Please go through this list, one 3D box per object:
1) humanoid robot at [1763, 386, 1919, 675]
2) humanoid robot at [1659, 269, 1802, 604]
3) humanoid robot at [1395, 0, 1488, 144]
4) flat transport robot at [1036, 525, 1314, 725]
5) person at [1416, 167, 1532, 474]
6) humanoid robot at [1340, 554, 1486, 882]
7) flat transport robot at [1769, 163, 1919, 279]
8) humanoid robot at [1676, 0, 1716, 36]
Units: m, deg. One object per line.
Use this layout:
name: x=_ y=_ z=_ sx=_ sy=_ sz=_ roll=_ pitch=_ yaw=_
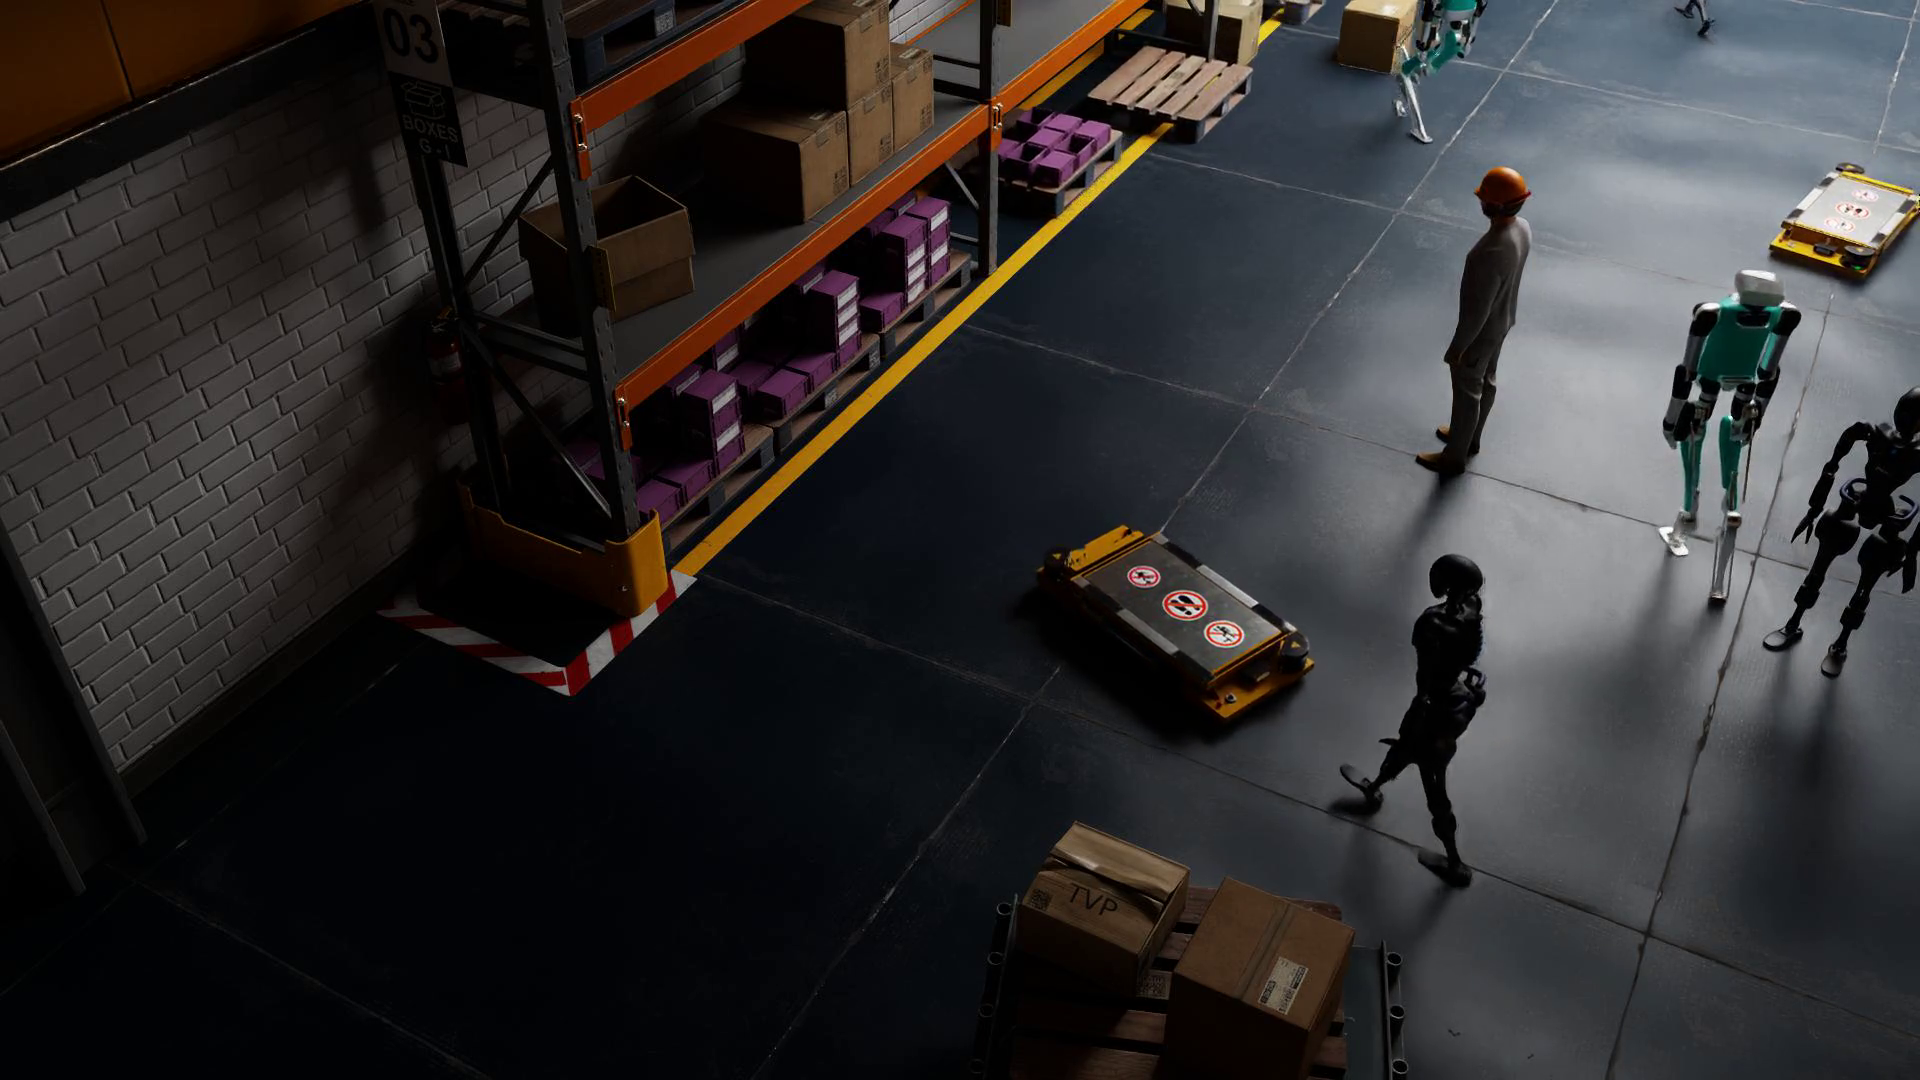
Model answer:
humanoid robot: x=4.435 y=-0.046 z=8.139 sx=0.315 sy=1.657 sz=0.599 roll=-31 pitch=48 yaw=-33
humanoid robot: x=4.001 y=-0.437 z=8.664 sx=0.530 sy=1.858 sz=0.801 roll=0 pitch=39 yaw=0
humanoid robot: x=3.705 y=-3.982 z=13.102 sx=0.547 sy=1.875 sz=0.822 roll=-12 pitch=40 yaw=-15
flat transport robot: x=1.110 y=0.385 z=8.738 sx=0.659 sy=0.231 sz=1.431 roll=-26 pitch=46 yaw=-29
person: x=2.955 y=-1.236 z=9.471 sx=0.375 sy=1.889 sz=0.571 roll=25 pitch=45 yaw=28
humanoid robot: x=2.036 y=0.736 z=7.203 sx=0.758 sy=1.625 sz=0.603 roll=26 pitch=45 yaw=29
flat transport robot: x=6.506 y=-2.342 z=12.148 sx=0.659 sy=0.231 sz=1.431 roll=28 pitch=46 yaw=30
humanoid robot: x=6.781 y=-5.392 z=14.872 sx=0.614 sy=1.638 sz=0.754 roll=-6 pitch=39 yaw=-8
